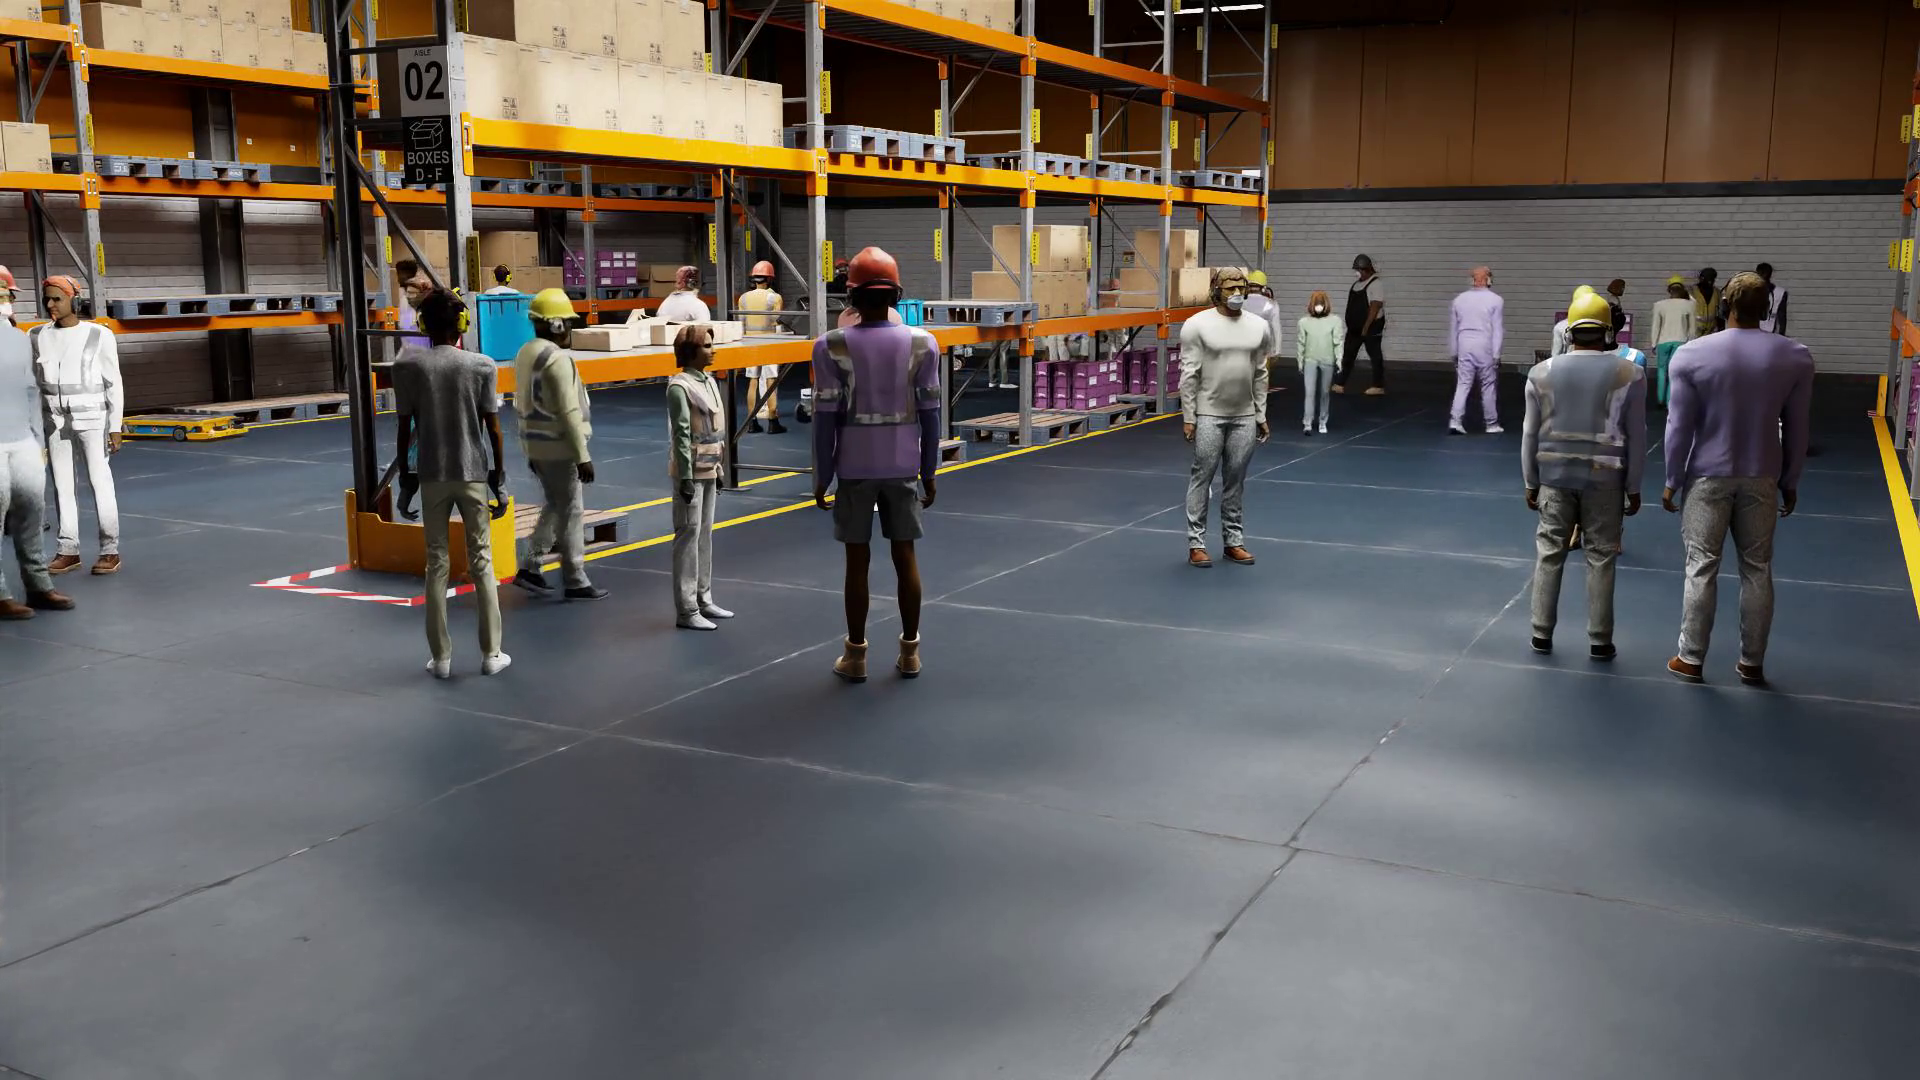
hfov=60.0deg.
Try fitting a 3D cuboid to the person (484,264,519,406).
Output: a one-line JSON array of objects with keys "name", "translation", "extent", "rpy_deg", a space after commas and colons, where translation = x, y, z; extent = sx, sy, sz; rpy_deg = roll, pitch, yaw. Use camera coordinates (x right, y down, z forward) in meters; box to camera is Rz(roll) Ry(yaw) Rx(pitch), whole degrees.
[{"name": "person", "translation": [-5.996, -2.692, 21.957], "extent": [0.508, 1.872, 0.329], "rpy_deg": [1, 10, 4]}]

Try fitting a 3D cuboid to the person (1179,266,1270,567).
[{"name": "person", "translation": [1.717, -0.795, 10.771], "extent": [0.627, 1.941, 0.370], "rpy_deg": [-3, 10, -17]}]

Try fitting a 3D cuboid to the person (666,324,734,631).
[{"name": "person", "translation": [-1.425, -0.343, 9.010], "extent": [0.309, 1.645, 0.515], "rpy_deg": [2, 10, 10]}]

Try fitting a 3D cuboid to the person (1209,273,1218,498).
[{"name": "person", "translation": [2.120, -1.231, 13.492], "extent": [0.521, 1.873, 0.335], "rpy_deg": [7, 12, 33]}]

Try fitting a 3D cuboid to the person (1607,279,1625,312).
[{"name": "person", "translation": [10.031, -3.186, 25.536], "extent": [0.295, 1.620, 0.510], "rpy_deg": [2, 10, 10]}]

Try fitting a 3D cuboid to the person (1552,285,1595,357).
[{"name": "person", "translation": [5.689, -1.474, 15.301], "extent": [0.505, 1.723, 0.351], "rpy_deg": [5, 11, 25]}]

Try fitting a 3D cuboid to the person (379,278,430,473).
[{"name": "person", "translation": [-4.992, -1.546, 15.543], "extent": [0.579, 1.792, 0.994], "rpy_deg": [9, 13, 43]}]

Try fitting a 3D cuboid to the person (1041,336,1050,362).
[{"name": "person", "translation": [1.315, -3.185, 24.812], "extent": [0.394, 1.886, 0.652], "rpy_deg": [0, 10, 1]}]

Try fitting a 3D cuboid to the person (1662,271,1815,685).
[{"name": "person", "translation": [3.613, -0.280, 7.792], "extent": [0.630, 1.940, 0.371], "rpy_deg": [2, 10, 11]}]

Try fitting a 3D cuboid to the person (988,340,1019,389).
[{"name": "person", "translation": [0.633, -3.216, 24.830], "extent": [0.382, 1.921, 0.591], "rpy_deg": [-8, 13, -39]}]

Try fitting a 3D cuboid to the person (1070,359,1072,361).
[{"name": "person", "translation": [1.675, -3.559, 27.535], "extent": [0.401, 1.667, 0.623], "rpy_deg": [-1, 10, -7]}]

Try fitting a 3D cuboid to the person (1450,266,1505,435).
[{"name": "person", "translation": [5.764, -2.098, 18.504], "extent": [0.817, 1.878, 0.662], "rpy_deg": [-9, 13, -43]}]

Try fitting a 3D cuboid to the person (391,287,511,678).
[{"name": "person", "translation": [-2.424, -0.268, 7.940], "extent": [0.519, 1.865, 0.328], "rpy_deg": [-2, 10, -12]}]

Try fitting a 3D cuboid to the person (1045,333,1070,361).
[{"name": "person", "translation": [1.425, -3.122, 24.408], "extent": [0.350, 1.882, 0.583], "rpy_deg": [-6, 12, -33]}]

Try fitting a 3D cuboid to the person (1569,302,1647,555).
[{"name": "person", "translation": [4.311, -0.746, 11.187], "extent": [0.540, 1.696, 0.316], "rpy_deg": [7, 12, 34]}]

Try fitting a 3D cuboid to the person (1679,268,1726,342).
[{"name": "person", "translation": [10.430, -2.903, 23.354], "extent": [0.650, 1.808, 0.764], "rpy_deg": [-1, 10, -8]}]

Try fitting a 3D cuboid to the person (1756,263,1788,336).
[{"name": "person", "translation": [10.899, -2.809, 22.571], "extent": [0.608, 1.895, 0.732], "rpy_deg": [8, 13, 40]}]

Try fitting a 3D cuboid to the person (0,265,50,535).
[{"name": "person", "translation": [-6.896, -1.005, 11.992], "extent": [0.552, 1.934, 0.356], "rpy_deg": [7, 12, 35]}]

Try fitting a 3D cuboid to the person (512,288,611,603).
[{"name": "person", "translation": [-2.310, -0.533, 9.581], "extent": [0.437, 1.828, 0.611], "rpy_deg": [-6, 12, -33]}]

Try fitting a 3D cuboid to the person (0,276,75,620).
[{"name": "person", "translation": [-5.309, -0.519, 9.206], "extent": [0.408, 1.934, 0.637], "rpy_deg": [3, 10, 14]}]

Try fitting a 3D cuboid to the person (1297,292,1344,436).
[{"name": "person", "translation": [3.988, -1.948, 18.465], "extent": [0.515, 1.586, 0.875], "rpy_deg": [3, 10, 14]}]

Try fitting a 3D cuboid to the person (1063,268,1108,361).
[{"name": "person", "translation": [1.739, -2.867, 22.878], "extent": [0.551, 1.894, 0.928], "rpy_deg": [5, 11, 28]}]

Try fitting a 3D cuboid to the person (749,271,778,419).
[{"name": "person", "translation": [-2.425, -2.408, 20.432], "extent": [0.430, 1.835, 0.626], "rpy_deg": [-4, 11, -22]}]

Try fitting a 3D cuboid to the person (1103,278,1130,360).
[{"name": "person", "translation": [2.515, -3.384, 26.675], "extent": [0.394, 1.611, 0.583], "rpy_deg": [-9, 14, -44]}]

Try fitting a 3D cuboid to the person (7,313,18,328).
[{"name": "person", "translation": [-7.102, -0.929, 12.422], "extent": [0.515, 1.637, 0.314], "rpy_deg": [0, 10, 2]}]

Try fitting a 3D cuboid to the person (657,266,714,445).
[{"name": "person", "translation": [-2.511, -1.584, 15.471], "extent": [0.681, 1.900, 0.399], "rpy_deg": [8, 13, 39]}]

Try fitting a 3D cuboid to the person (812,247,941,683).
[{"name": "person", "translation": [-0.397, -0.345, 7.851], "extent": [0.608, 2.048, 0.368], "rpy_deg": [-3, 10, -15]}]

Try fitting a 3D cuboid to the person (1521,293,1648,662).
[{"name": "person", "translation": [3.112, -0.312, 8.319], "extent": [0.592, 1.826, 0.404], "rpy_deg": [6, 11, 31]}]

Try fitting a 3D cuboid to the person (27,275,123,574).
[{"name": "person", "translation": [-5.570, -0.715, 10.468], "extent": [0.585, 1.882, 0.340], "rpy_deg": [0, 10, 0]}]

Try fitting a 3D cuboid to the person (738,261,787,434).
[{"name": "person", "translation": [-2.195, -2.152, 18.642], "extent": [0.552, 1.932, 0.377], "rpy_deg": [4, 10, 21]}]

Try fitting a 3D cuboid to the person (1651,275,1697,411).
[{"name": "person", "translation": [9.242, -2.547, 21.524], "extent": [0.536, 1.729, 0.847], "rpy_deg": [6, 11, 29]}]

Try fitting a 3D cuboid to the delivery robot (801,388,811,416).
[{"name": "delivery robot", "translation": [-1.558, -1.712, 19.815], "extent": [0.477, 0.478, 0.707], "rpy_deg": [8, 13, 39]}]

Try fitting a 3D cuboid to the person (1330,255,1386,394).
[{"name": "person", "translation": [5.679, -3.075, 23.675], "extent": [0.957, 2.000, 0.689], "rpy_deg": [-5, 11, -27]}]

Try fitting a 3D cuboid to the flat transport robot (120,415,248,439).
[{"name": "flat transport robot", "translation": [-8.633, -1.244, 18.195], "extent": [1.431, 0.197, 0.652], "rpy_deg": [2, 10, 10]}]

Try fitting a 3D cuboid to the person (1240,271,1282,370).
[{"name": "person", "translation": [3.525, -2.281, 19.769], "extent": [0.622, 1.798, 0.791], "rpy_deg": [4, 11, 23]}]

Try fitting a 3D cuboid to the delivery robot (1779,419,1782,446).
[{"name": "delivery robot", "translation": [8.322, -1.197, 16.829], "extent": [0.477, 0.478, 0.707], "rpy_deg": [5, 11, 28]}]

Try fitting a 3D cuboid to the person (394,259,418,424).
[{"name": "person", "translation": [-6.403, -2.278, 19.313], "extent": [0.531, 1.945, 0.647], "rpy_deg": [-8, 13, -39]}]

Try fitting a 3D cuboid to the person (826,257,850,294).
[{"name": "person", "translation": [-1.897, -3.602, 26.990], "extent": [0.637, 1.939, 0.859], "rpy_deg": [3, 10, 15]}]

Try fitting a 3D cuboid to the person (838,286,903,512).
[{"name": "person", "translation": [-0.746, -1.170, 13.071], "extent": [0.645, 1.900, 0.402], "rpy_deg": [7, 12, 36]}]
